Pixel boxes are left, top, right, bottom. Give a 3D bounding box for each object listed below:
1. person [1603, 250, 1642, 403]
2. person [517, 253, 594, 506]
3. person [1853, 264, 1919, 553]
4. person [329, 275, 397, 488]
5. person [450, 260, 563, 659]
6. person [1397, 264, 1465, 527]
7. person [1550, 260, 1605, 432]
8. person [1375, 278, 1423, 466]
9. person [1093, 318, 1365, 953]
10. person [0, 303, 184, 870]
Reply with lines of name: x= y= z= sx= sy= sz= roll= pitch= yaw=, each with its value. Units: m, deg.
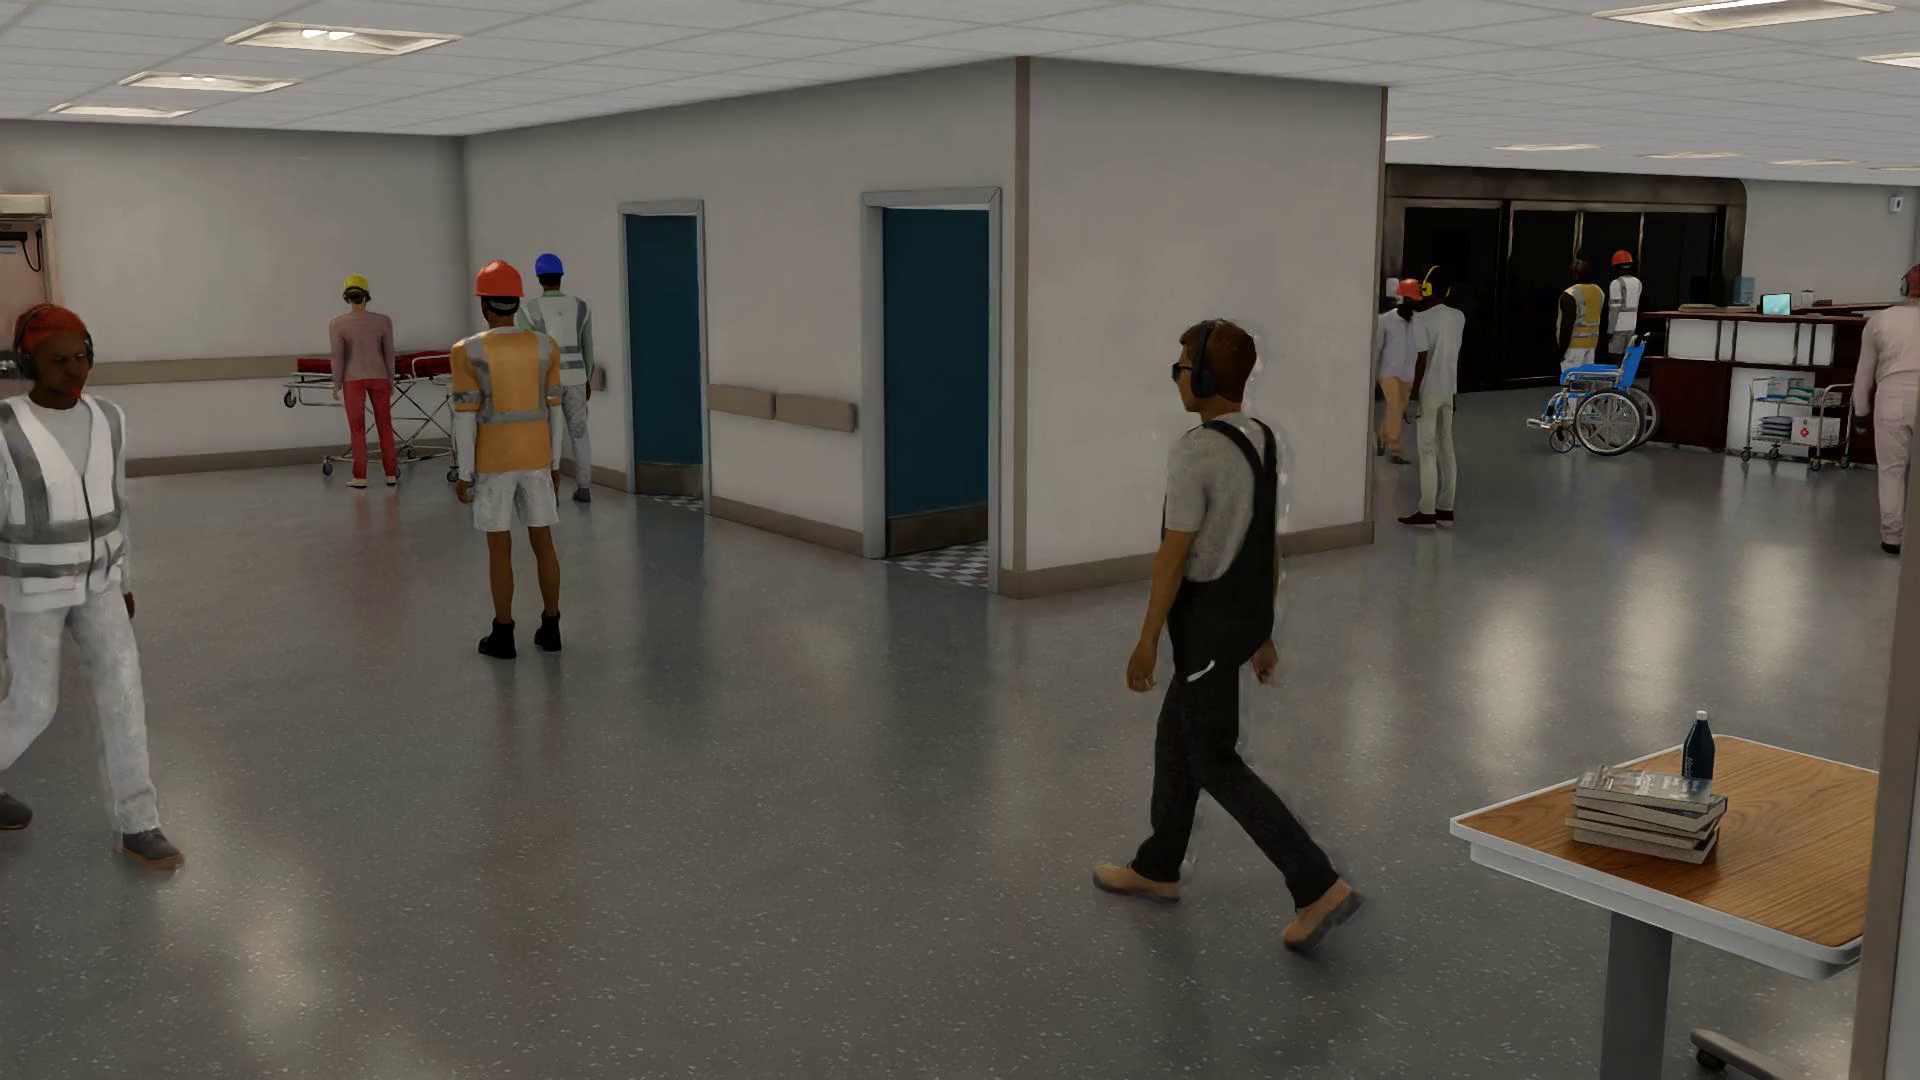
person: x=8.356 y=-2.691 z=21.069 sx=0.544 sy=1.933 sz=0.376 roll=-7 pitch=12 yaw=-34
person: x=-3.119 y=-1.231 z=12.858 sx=0.604 sy=1.942 sz=0.402 roll=-7 pitch=12 yaw=-34
person: x=6.255 y=-0.868 z=10.961 sx=0.680 sy=1.884 sz=0.620 roll=5 pitch=11 yaw=24
person: x=-4.947 y=-1.308 z=13.799 sx=0.524 sy=1.762 sz=0.329 roll=-7 pitch=12 yaw=-34
person: x=-2.209 y=-0.387 z=8.139 sx=0.544 sy=1.939 sz=0.372 roll=-7 pitch=12 yaw=-34
person: x=3.379 y=-1.029 z=11.923 sx=0.521 sy=1.873 sz=0.334 roll=-7 pitch=12 yaw=-34
person: x=6.633 y=-2.084 z=17.918 sx=0.622 sy=1.845 sz=0.430 roll=-7 pitch=12 yaw=-34
person: x=4.032 y=-1.573 z=15.442 sx=0.598 sy=1.712 sz=0.812 roll=-3 pitch=11 yaw=-16
person: x=0.786 y=0.271 z=4.819 sx=0.870 sy=1.816 sz=0.512 roll=7 pitch=12 yaw=32
person: x=-2.993 y=0.147 z=5.427 sx=0.883 sy=1.850 sz=0.626 roll=5 pitch=11 yaw=24
